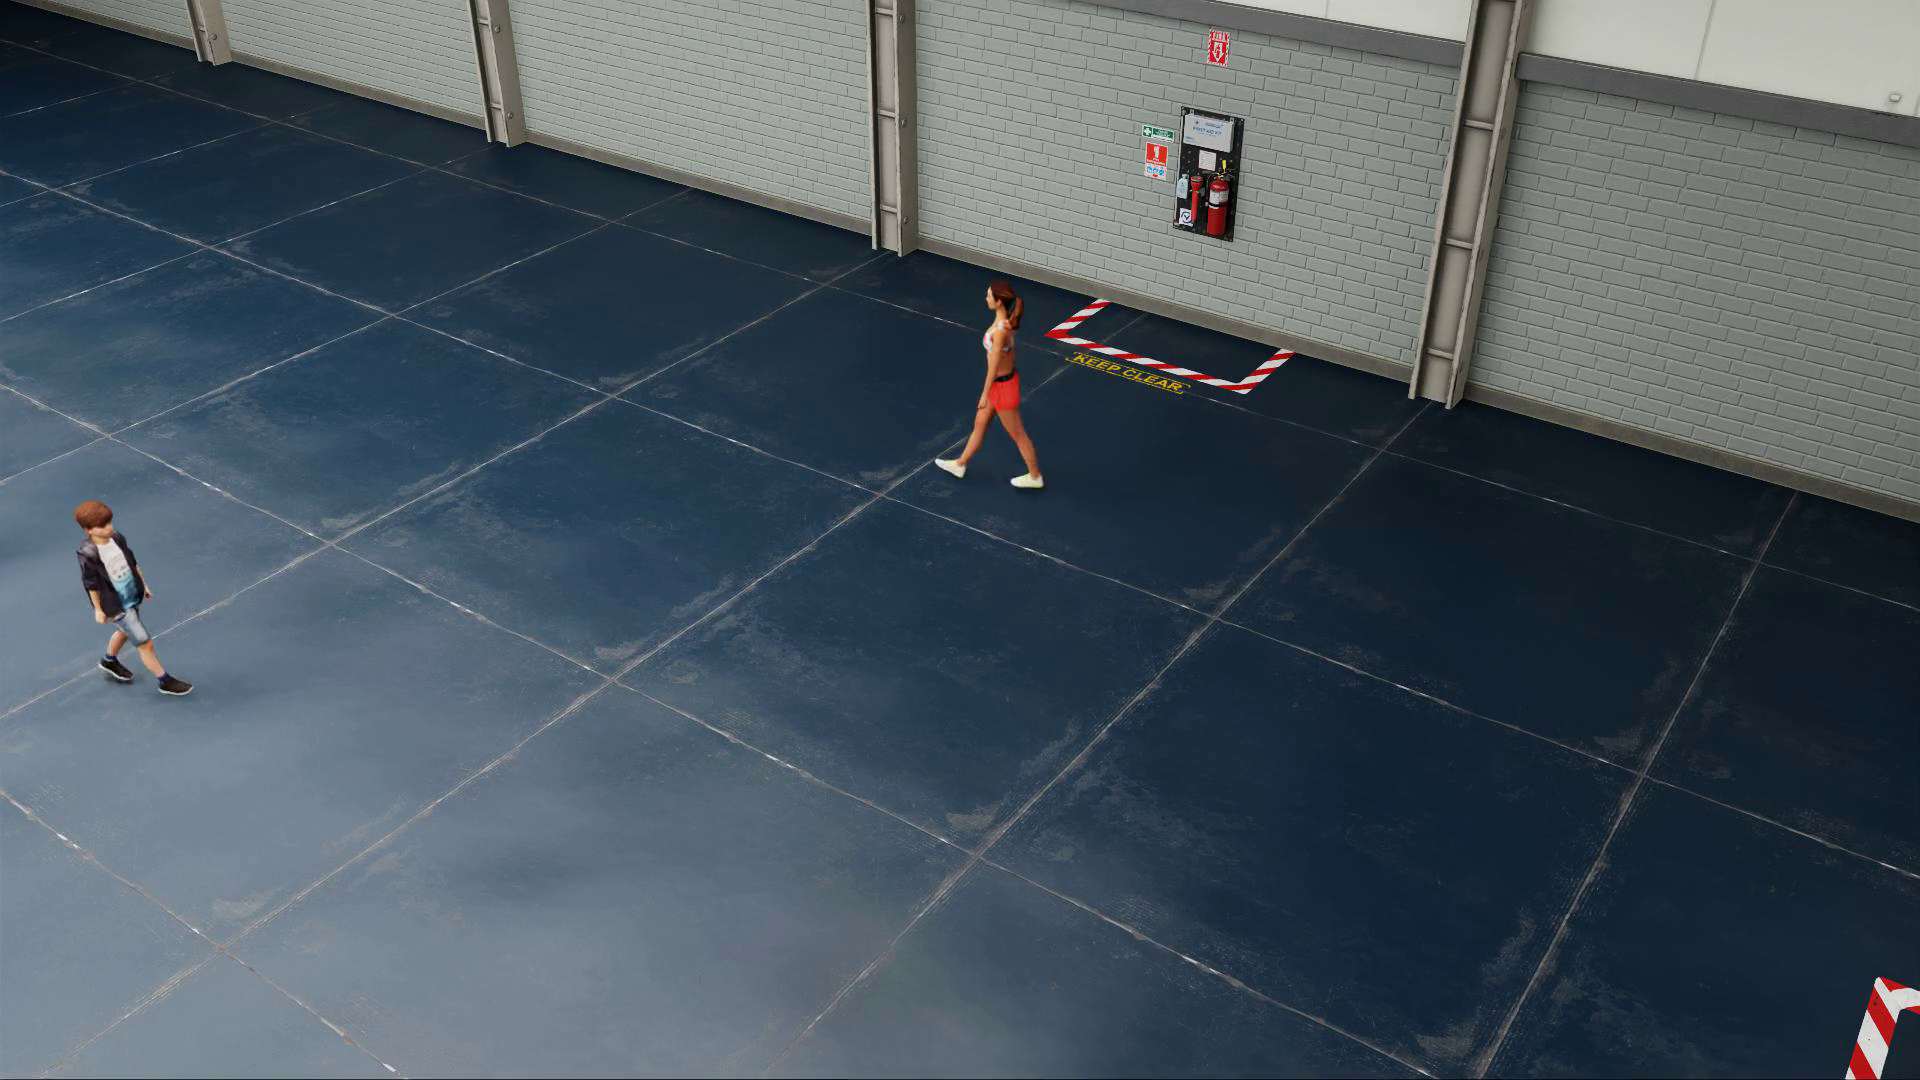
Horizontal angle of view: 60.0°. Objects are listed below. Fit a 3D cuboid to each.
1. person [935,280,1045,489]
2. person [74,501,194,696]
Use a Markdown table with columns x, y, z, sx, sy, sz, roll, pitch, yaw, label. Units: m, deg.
| x | y | z | sx | sy | sz | roll | pitch | yaw | label |
| --- | --- | --- | --- | --- | --- | --- | --- | --- | --- |
| 0.417 | -1.146 | 12.938 | 1.204 | 1.746 | 0.919 | 5 | 33 | 8 | person |
| -5.516 | 0.380 | 10.827 | 1.023 | 1.417 | 0.785 | 6 | 33 | 10 | person |
